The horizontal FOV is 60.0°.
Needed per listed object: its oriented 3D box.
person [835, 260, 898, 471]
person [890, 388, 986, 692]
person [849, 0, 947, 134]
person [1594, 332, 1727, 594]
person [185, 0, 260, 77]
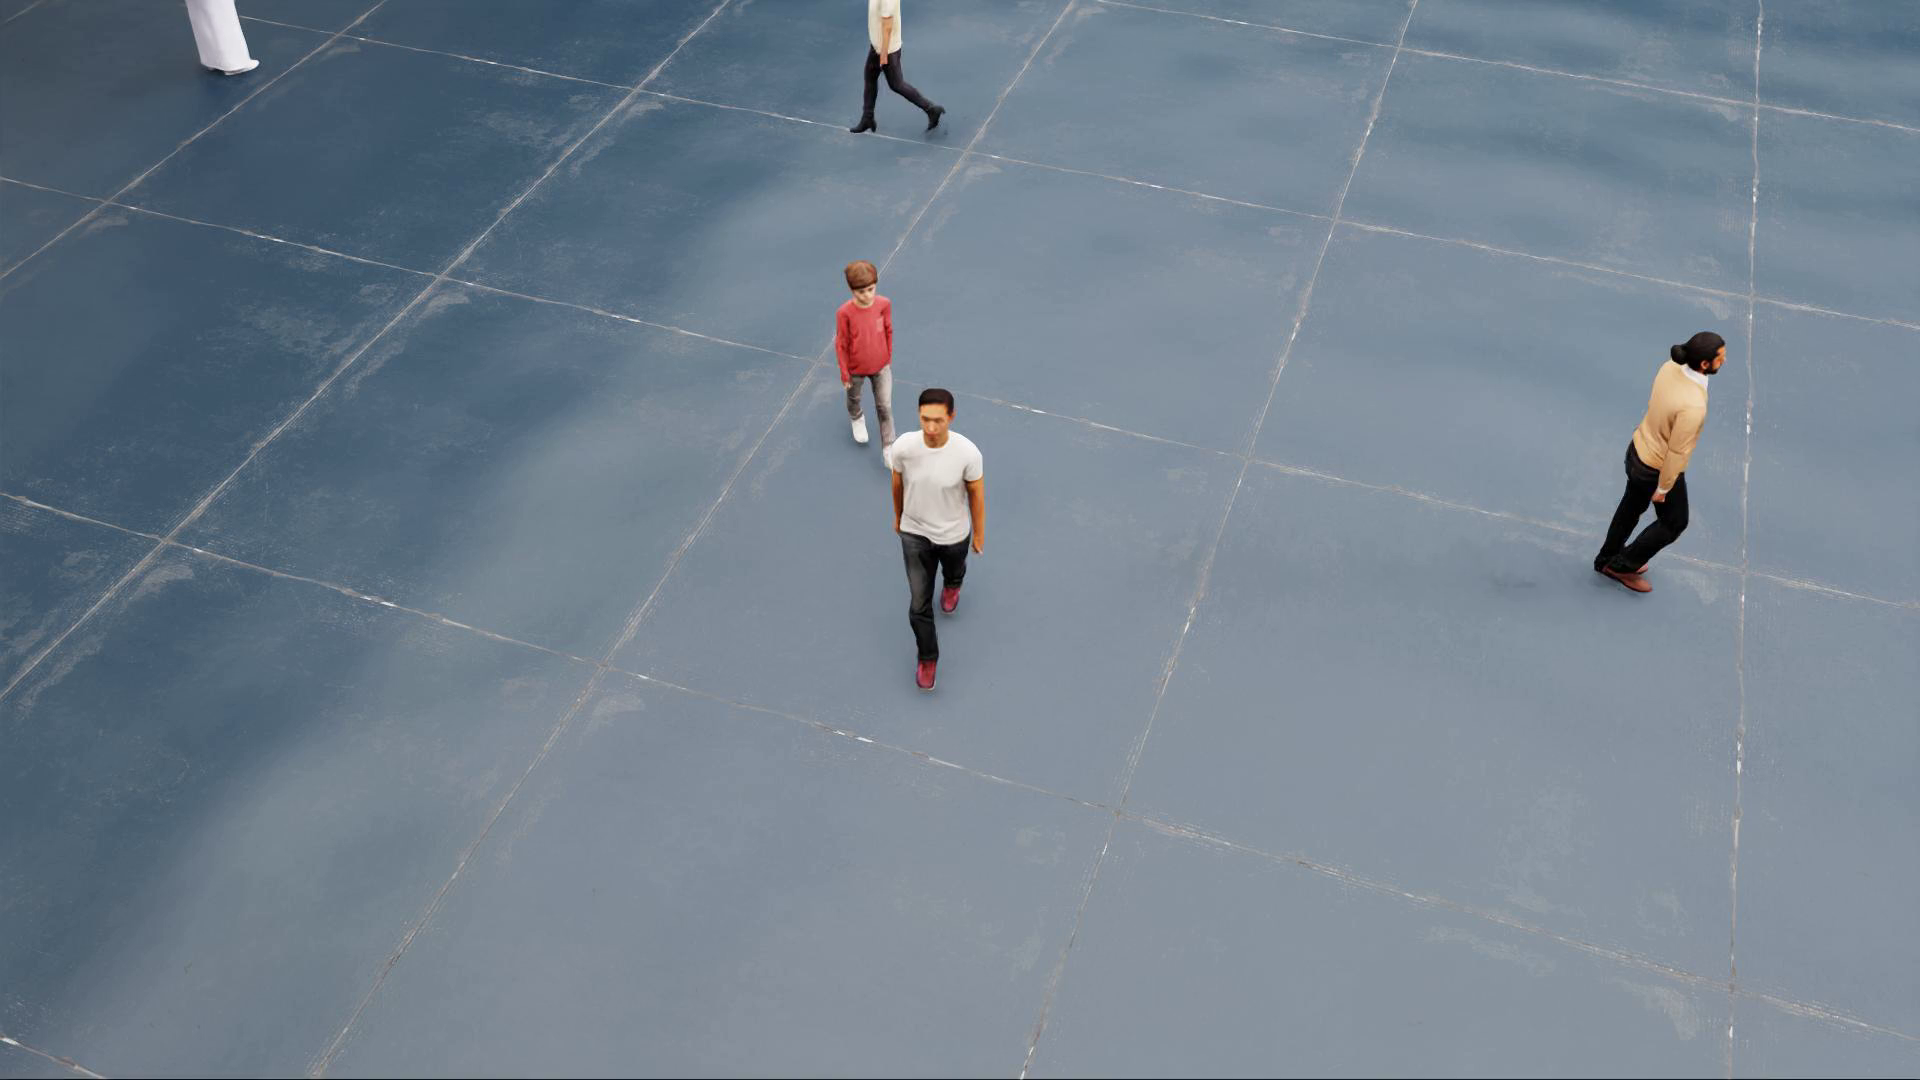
[{"bbox_3d":[-0.606,-1.138,10.275,0.926,1.386,0.919,-11,44,-12],"label":"person"},{"bbox_3d":[-0.102,-0.122,8.907,1.141,1.768,0.923,3,43,3],"label":"person"},{"bbox_3d":[-0.500,-3.879,13.086,1.101,1.557,0.885,-5,43,-5],"label":"person"},{"bbox_3d":[3.808,-0.433,9.259,0.728,1.743,0.739,0,43,0],"label":"person"},{"bbox_3d":[-6.376,-4.828,13.832,0.630,1.925,0.806,23,48,23],"label":"person"}]
